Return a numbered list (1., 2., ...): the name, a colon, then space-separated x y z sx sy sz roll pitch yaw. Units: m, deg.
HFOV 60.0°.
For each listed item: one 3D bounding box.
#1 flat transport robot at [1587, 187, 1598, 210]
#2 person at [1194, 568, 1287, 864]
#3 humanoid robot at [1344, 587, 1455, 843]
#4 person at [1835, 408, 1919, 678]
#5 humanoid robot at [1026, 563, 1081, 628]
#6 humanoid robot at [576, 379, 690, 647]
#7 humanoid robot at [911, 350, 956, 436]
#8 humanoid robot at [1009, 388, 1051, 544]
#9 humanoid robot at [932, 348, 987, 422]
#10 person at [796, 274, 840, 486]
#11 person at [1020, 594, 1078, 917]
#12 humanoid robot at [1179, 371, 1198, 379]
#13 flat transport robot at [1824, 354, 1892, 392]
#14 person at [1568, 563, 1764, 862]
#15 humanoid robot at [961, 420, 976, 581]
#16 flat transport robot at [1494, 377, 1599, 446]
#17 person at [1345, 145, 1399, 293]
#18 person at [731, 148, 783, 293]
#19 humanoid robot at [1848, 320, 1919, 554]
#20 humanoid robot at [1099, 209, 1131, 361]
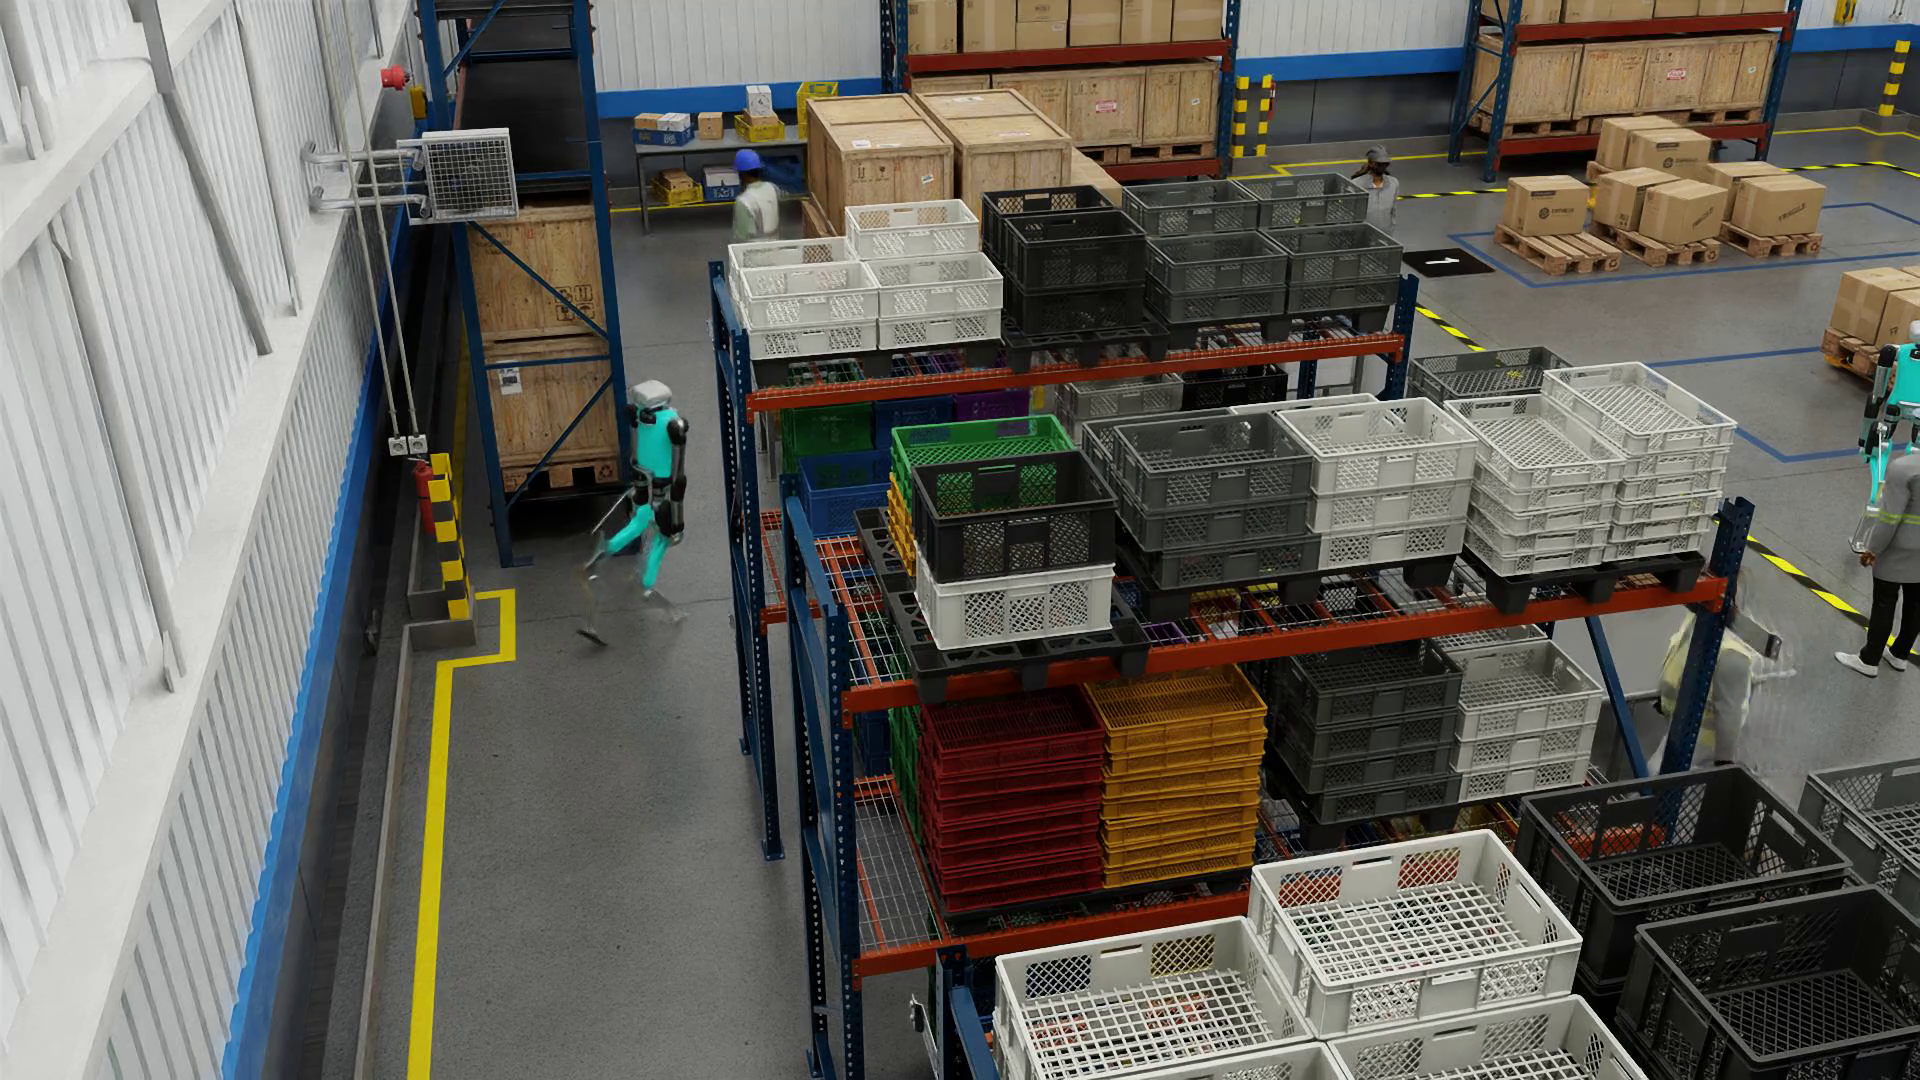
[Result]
1. flat transport robot: 8.123 -4.056 19.712 1.431 0.197 0.652 -6 28 -12
2. person: 1.488 0.929 8.606 0.591 1.832 0.404 3 28 5
3. humanoid robot: 2.377 0.939 8.762 0.557 1.636 0.602 18 33 31
4. person: 5.891 -0.003 10.354 0.587 1.853 0.392 -6 28 -12
5. humanoid robot: 0.329 0.827 8.828 0.729 1.728 0.530 22 35 35
6. humanoid robot: -2.180 -0.070 10.672 0.545 1.772 1.026 23 36 37
7. humanoid robot: -0.227 -0.583 11.654 0.445 1.645 0.616 15 31 26
8. humanoid robot: 0.543 -0.376 11.238 0.753 1.827 0.543 3 28 6
9. humanoid robot: 0.116 -0.545 11.429 0.532 1.723 0.743 -13 30 -23
10. person: -0.974 -0.968 12.035 0.426 2.016 0.657 -1 28 -2
11. person: 0.468 1.042 8.338 0.357 1.884 0.571 -4 28 -8
12. humanoid robot: 1.622 -0.465 11.469 0.770 1.635 0.607 -8 29 -14
13. flat transport robot: 8.473 -1.467 14.800 0.652 0.197 1.431 -6 28 -12
14. person: 3.860 0.932 8.651 0.986 1.785 0.652 9 29 17
15. humanoid robot: -0.003 -0.028 10.573 0.315 1.657 0.599 1 28 2
16. flat transport robot: 4.780 -1.036 14.013 0.659 0.231 1.431 -6 28 -12
17. person: 3.899 -2.907 15.950 0.564 1.769 0.396 -8 29 -14
18. person: -1.835 -2.629 15.261 0.486 1.925 0.612 13 31 24
19. humanoid robot: 6.516 -0.635 11.529 0.533 1.681 0.735 14 31 24
20. humanoid robot: 1.387 -2.122 14.567 0.609 1.648 0.455 -3 28 -5
